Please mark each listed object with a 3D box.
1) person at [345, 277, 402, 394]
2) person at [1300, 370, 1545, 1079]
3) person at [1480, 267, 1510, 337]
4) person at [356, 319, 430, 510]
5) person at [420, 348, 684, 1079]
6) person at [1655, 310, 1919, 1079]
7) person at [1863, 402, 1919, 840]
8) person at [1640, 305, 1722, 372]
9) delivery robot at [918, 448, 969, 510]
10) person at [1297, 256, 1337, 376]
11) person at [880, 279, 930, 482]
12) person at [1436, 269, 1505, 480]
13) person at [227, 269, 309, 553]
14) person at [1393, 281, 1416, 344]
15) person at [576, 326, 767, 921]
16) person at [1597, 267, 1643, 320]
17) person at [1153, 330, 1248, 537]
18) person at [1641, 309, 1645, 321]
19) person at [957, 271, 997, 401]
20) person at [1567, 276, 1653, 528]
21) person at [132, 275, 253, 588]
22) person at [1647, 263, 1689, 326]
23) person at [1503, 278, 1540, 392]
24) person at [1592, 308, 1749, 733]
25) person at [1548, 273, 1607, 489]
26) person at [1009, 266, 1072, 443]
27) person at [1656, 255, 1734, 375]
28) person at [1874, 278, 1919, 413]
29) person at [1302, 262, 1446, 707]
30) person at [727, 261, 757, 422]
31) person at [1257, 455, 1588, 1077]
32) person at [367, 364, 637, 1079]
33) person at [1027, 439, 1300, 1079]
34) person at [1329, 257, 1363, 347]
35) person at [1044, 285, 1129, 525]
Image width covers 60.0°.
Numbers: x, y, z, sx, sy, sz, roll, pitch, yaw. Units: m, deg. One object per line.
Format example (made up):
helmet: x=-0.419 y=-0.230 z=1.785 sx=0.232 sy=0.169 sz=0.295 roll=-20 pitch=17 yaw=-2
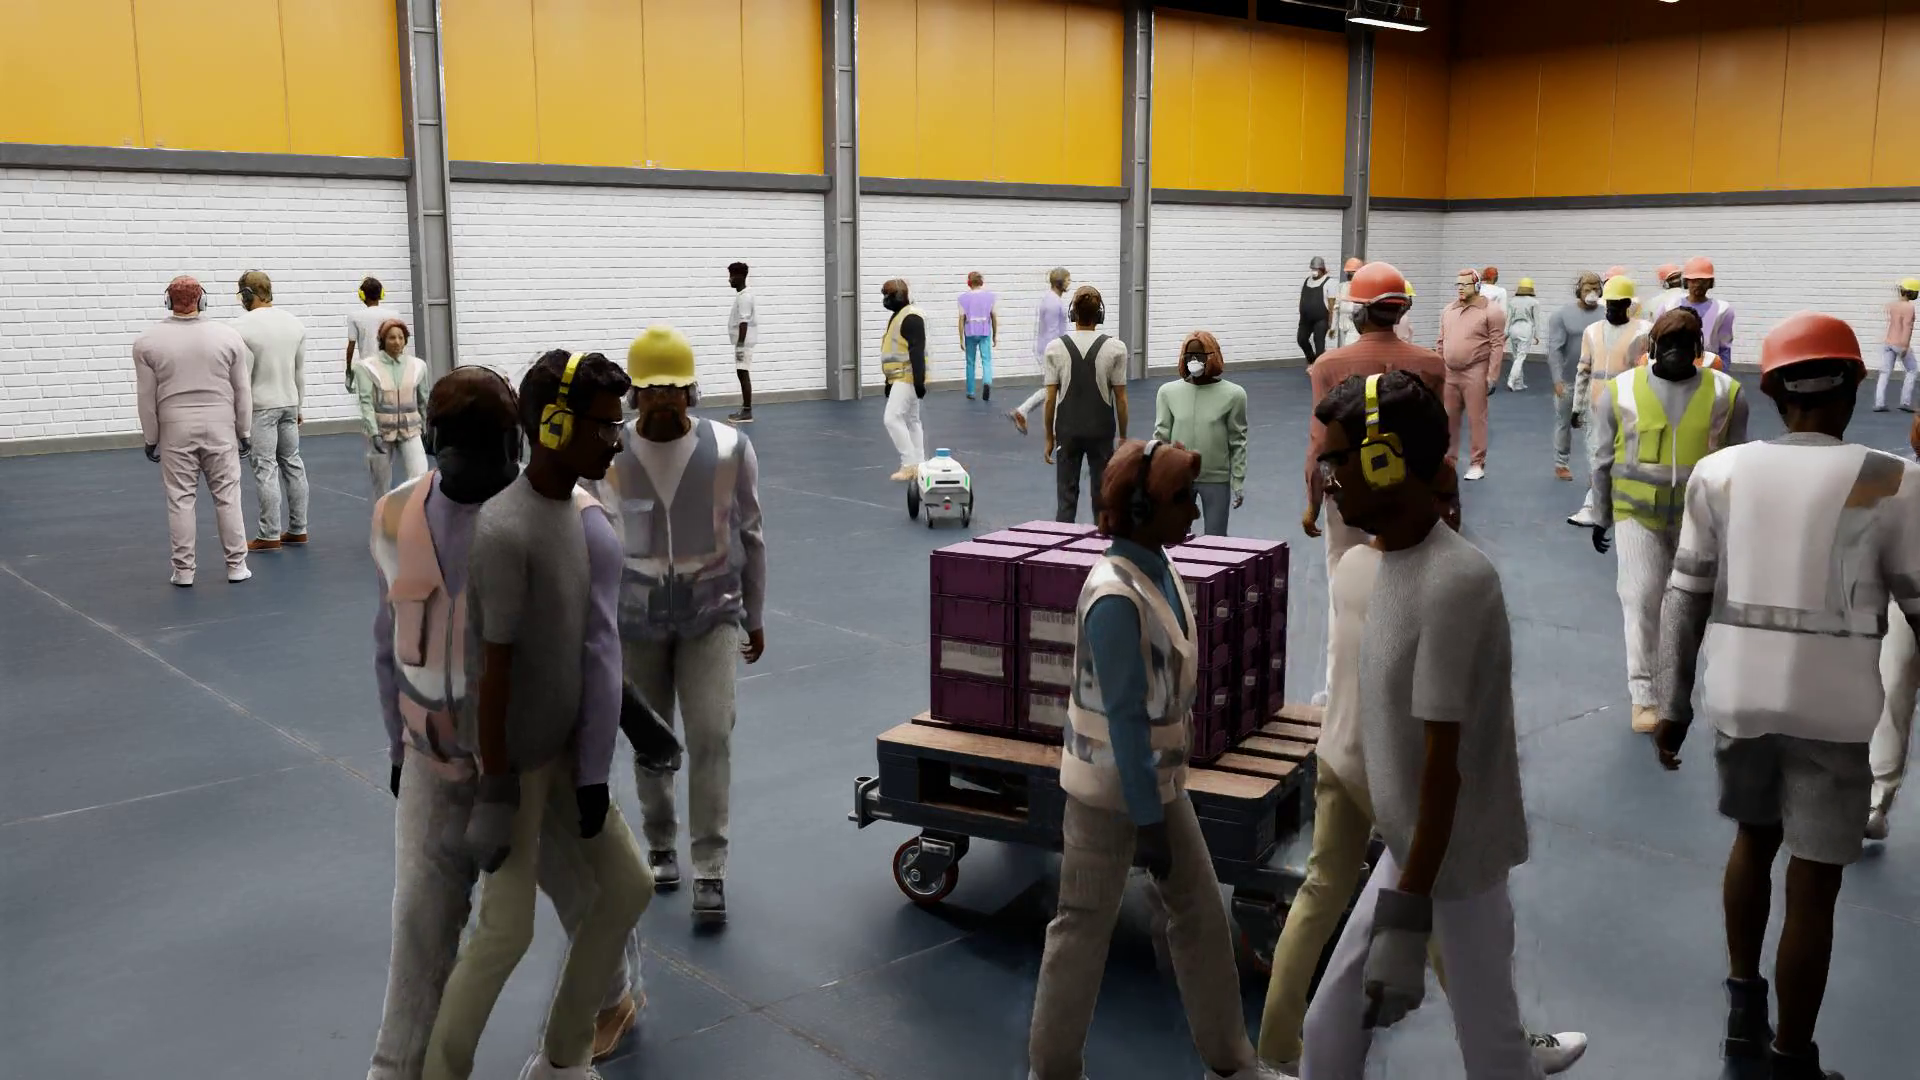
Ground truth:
person: x=-5.615 y=-1.604 z=15.965 sx=0.549 sy=1.832 sz=0.885 roll=-6 pitch=12 yaw=-33
person: x=0.792 y=0.622 z=2.995 sx=0.904 sy=1.807 sz=0.654 roll=0 pitch=10 yaw=-2
person: x=8.096 y=-3.227 z=25.389 sx=0.879 sy=1.847 sz=0.588 roll=-9 pitch=13 yaw=-43
person: x=-3.802 y=-0.686 z=11.259 sx=0.506 sy=1.596 sz=0.851 roll=-7 pitch=12 yaw=-34
person: x=-0.962 y=0.485 z=3.748 sx=0.605 sy=1.821 sz=0.527 roll=1 pitch=10 yaw=5
person: x=2.017 y=0.418 z=3.930 sx=0.536 sy=1.886 sz=0.681 roll=-8 pitch=12 yaw=-39
person: x=3.358 y=0.258 z=5.726 sx=0.518 sy=1.586 sz=0.847 roll=9 pitch=13 yaw=42
person: x=4.801 y=-0.723 z=11.165 sx=0.536 sy=1.699 sz=0.322 roll=5 pitch=11 yaw=25
delivery robot: x=-0.130 y=-0.454 z=12.653 sx=0.477 sy=0.478 sz=0.707 roll=-1 pitch=9 yaw=-6
person: x=5.980 y=-3.765 z=27.982 sx=0.703 sy=2.000 sz=0.536 roll=9 pitch=13 yaw=42
person: x=-0.518 y=-1.420 z=14.916 sx=0.507 sy=1.817 sz=0.644 roll=-2 pitch=10 yaw=-11
person: x=4.584 y=-1.499 z=15.106 sx=0.408 sy=1.906 sz=0.654 roll=-8 pitch=13 yaw=-39
person: x=-4.735 y=-0.874 z=11.372 sx=0.373 sy=1.936 sz=0.629 roll=4 pitch=11 yaw=23
person: x=4.582 y=-1.816 z=17.379 sx=0.308 sy=1.769 sz=0.524 roll=-1 pitch=10 yaw=-4
person: x=-0.892 y=0.263 z=5.079 sx=0.619 sy=1.802 sz=0.779 roll=-1 pitch=10 yaw=-8
person: x=7.447 y=-2.148 z=18.967 sx=0.584 sy=1.886 sz=0.796 roll=0 pitch=10 yaw=1
person: x=1.274 y=-0.300 z=8.888 sx=0.507 sy=1.631 sz=0.266 roll=3 pitch=10 yaw=19
person: x=8.356 y=-2.399 z=21.033 sx=0.537 sy=1.685 sz=0.544 roll=3 pitch=10 yaw=15
person: x=0.255 y=-2.864 z=23.346 sx=0.580 sy=1.822 sz=0.804 roll=-1 pitch=10 yaw=-7
person: x=4.929 y=-1.045 z=12.549 sx=1.015 sy=1.880 sz=0.604 roll=-7 pitch=12 yaw=-36
person: x=-4.682 y=-0.662 z=10.209 sx=0.643 sy=1.909 sz=0.410 roll=-5 pitch=11 yaw=-26
person: x=7.646 y=-1.972 z=17.749 sx=0.525 sy=1.948 sz=0.649 roll=-5 pitch=11 yaw=-28
person: x=8.403 y=-3.083 z=24.985 sx=0.837 sy=1.697 sz=0.514 roll=-9 pitch=13 yaw=-43
person: x=3.119 y=-0.120 z=7.338 sx=0.631 sy=1.806 sz=0.917 roll=3 pitch=10 yaw=16
person: x=5.471 y=-1.400 z=14.630 sx=0.629 sy=1.882 sz=1.062 roll=1 pitch=10 yaw=8
person: x=0.926 y=-2.002 z=18.035 sx=0.672 sy=1.923 sz=0.640 roll=0 pitch=10 yaw=3
person: x=6.049 y=-1.333 z=13.777 sx=0.618 sy=2.025 sz=0.440 roll=4 pitch=10 yaw=20
person: x=12.208 y=-2.506 z=21.498 sx=0.650 sy=1.742 sz=0.535 roll=-1 pitch=10 yaw=-5
person: x=1.789 y=-0.199 z=7.239 sx=0.624 sy=1.993 sz=0.388 roll=-1 pitch=10 yaw=-8
person: x=-2.670 y=-2.416 z=20.332 sx=0.383 sy=1.959 sz=0.610 roll=-1 pitch=10 yaw=-6
person: x=1.092 y=0.556 z=3.976 sx=0.827 sy=1.588 sz=0.509 roll=-2 pitch=10 yaw=-10
person: x=-1.087 y=0.486 z=3.873 sx=0.646 sy=1.782 sz=0.942 roll=2 pitch=10 yaw=10
person: x=0.490 y=0.580 z=3.783 sx=0.758 sy=1.606 sz=0.547 roll=4 pitch=10 yaw=20
person: x=5.793 y=-3.129 z=24.376 sx=0.943 sy=2.013 sz=0.617 roll=-6 pitch=12 yaw=-33
person: x=0.765 y=-0.612 z=10.092 sx=0.515 sy=1.845 sz=0.338 roll=2 pitch=10 yaw=9
